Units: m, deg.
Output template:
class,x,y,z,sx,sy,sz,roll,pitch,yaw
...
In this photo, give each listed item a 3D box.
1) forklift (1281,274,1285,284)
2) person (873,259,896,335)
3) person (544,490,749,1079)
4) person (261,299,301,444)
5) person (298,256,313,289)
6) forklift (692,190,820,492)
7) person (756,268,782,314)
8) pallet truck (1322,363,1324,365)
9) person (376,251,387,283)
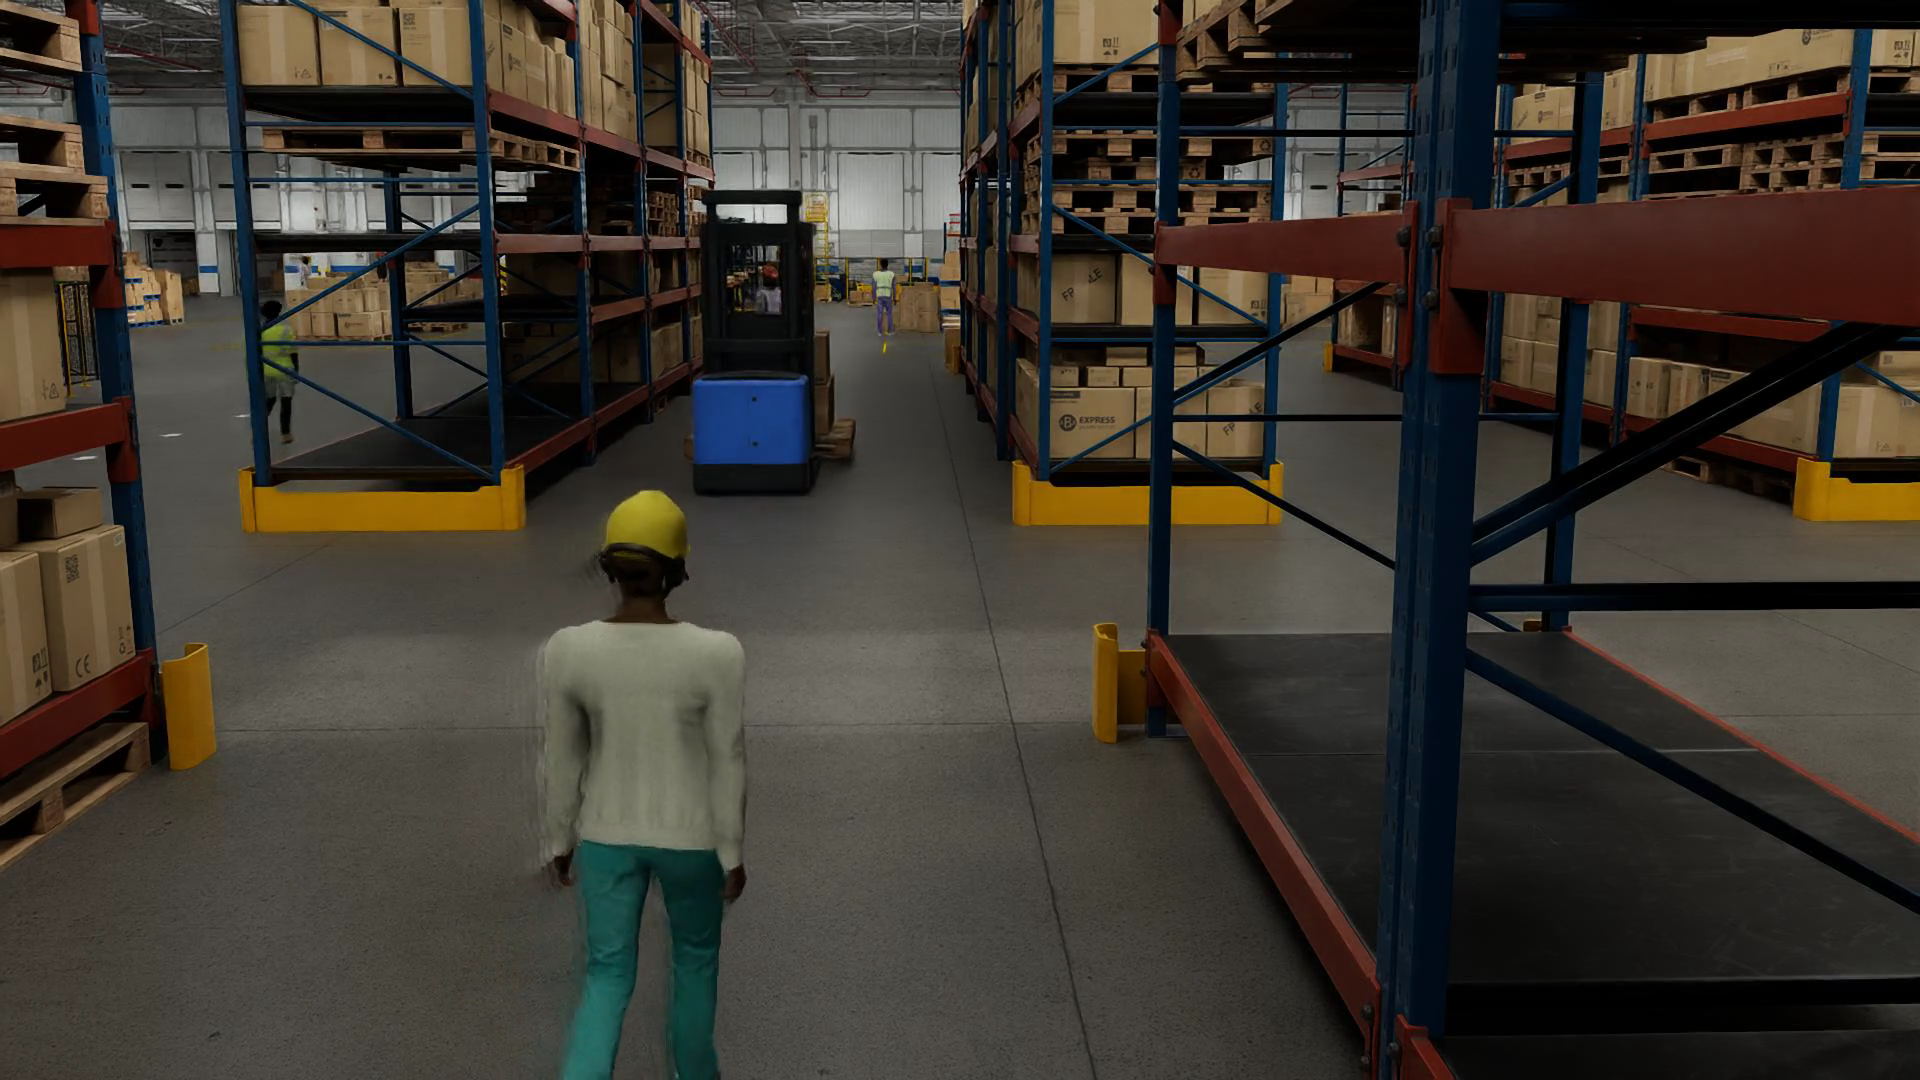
class,x,y,z,sx,sy,sz,roll,pitch,yaw
forklift,12.135,-10.836,65.485,1.129,2.768,1.873,0,10,-2
person,-1.890,-6.076,41.658,0.597,1.915,0.369,1,10,5
person,-0.793,0.748,4.136,0.527,1.742,0.779,1,10,5
person,-7.912,-1.931,19.216,0.539,1.683,0.444,0,10,-1
person,-24.500,-9.712,62.211,0.841,1.814,0.631,4,11,20
forklift,-1.960,-1.939,15.921,1.129,2.768,1.873,0,10,-2
person,-3.298,-3.859,29.389,0.560,1.884,1.020,-5,11,-27
pallet truck,7.712,-4.157,30.737,1.885,1.965,0.823,3,11,16
person,-21.841,-9.914,62.816,0.383,1.996,0.609,-7,12,-35
